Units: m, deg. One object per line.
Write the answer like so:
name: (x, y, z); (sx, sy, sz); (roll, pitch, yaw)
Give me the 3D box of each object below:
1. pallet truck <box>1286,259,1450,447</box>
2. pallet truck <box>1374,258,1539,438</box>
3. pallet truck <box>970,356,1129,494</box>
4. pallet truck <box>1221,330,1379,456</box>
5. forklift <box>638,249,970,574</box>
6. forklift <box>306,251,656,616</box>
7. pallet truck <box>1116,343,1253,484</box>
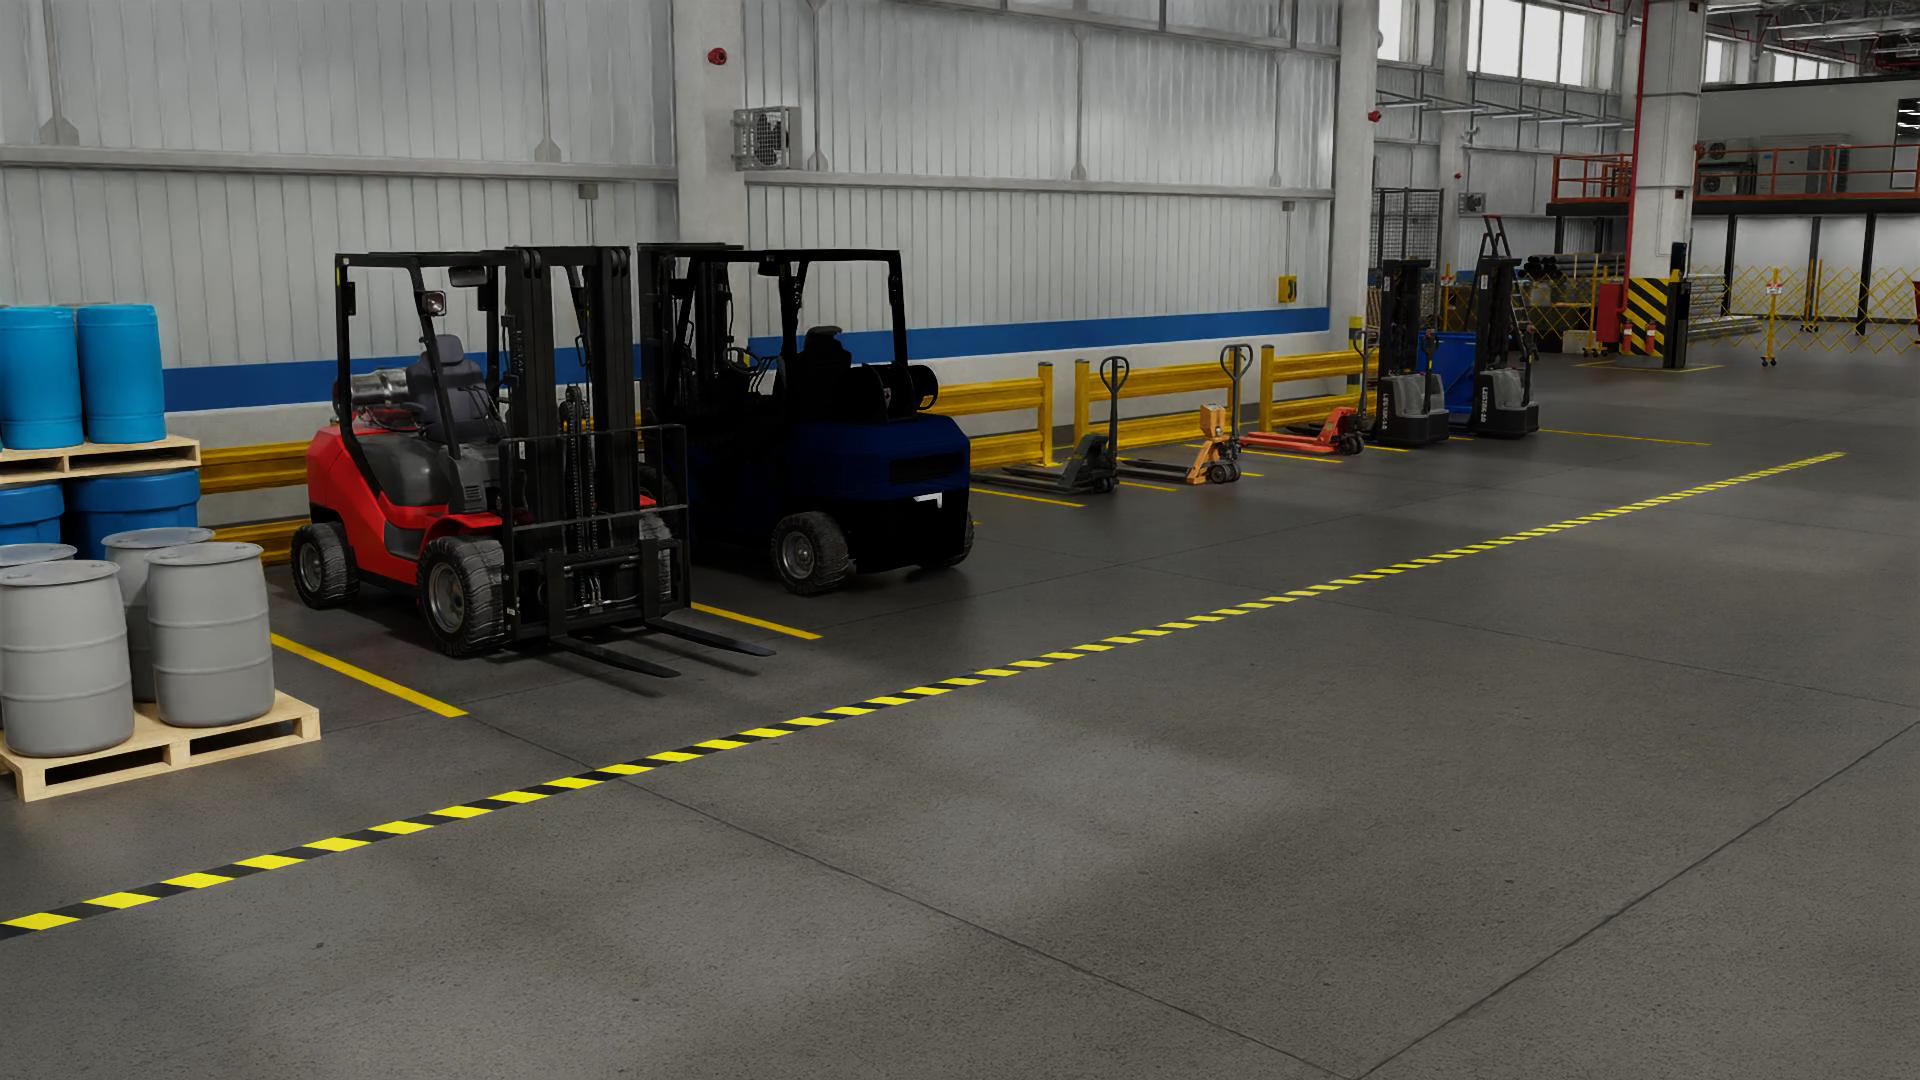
pallet truck: (4.493, -2.078, 18.196); (0.823, 1.965, 1.885); (-9, 14, -40)
pallet truck: (5.704, -2.208, 18.901); (1.885, 1.965, 0.823); (10, 14, 43)
pallet truck: (0.784, -1.085, 14.876); (0.680, 1.201, 1.601); (-10, 14, -44)
pallet truck: (3.563, -1.581, 17.381); (0.653, 1.274, 1.630); (-10, 14, -44)
forklift: (-1.173, -0.958, 11.239); (2.680, 1.987, 1.157); (10, 14, 43)
forklift: (-2.833, -0.669, 9.694); (1.157, 1.987, 2.680); (-10, 14, -44)
pallet truck: (1.962, -1.215, 15.415); (1.522, 1.261, 0.704); (10, 14, 43)
